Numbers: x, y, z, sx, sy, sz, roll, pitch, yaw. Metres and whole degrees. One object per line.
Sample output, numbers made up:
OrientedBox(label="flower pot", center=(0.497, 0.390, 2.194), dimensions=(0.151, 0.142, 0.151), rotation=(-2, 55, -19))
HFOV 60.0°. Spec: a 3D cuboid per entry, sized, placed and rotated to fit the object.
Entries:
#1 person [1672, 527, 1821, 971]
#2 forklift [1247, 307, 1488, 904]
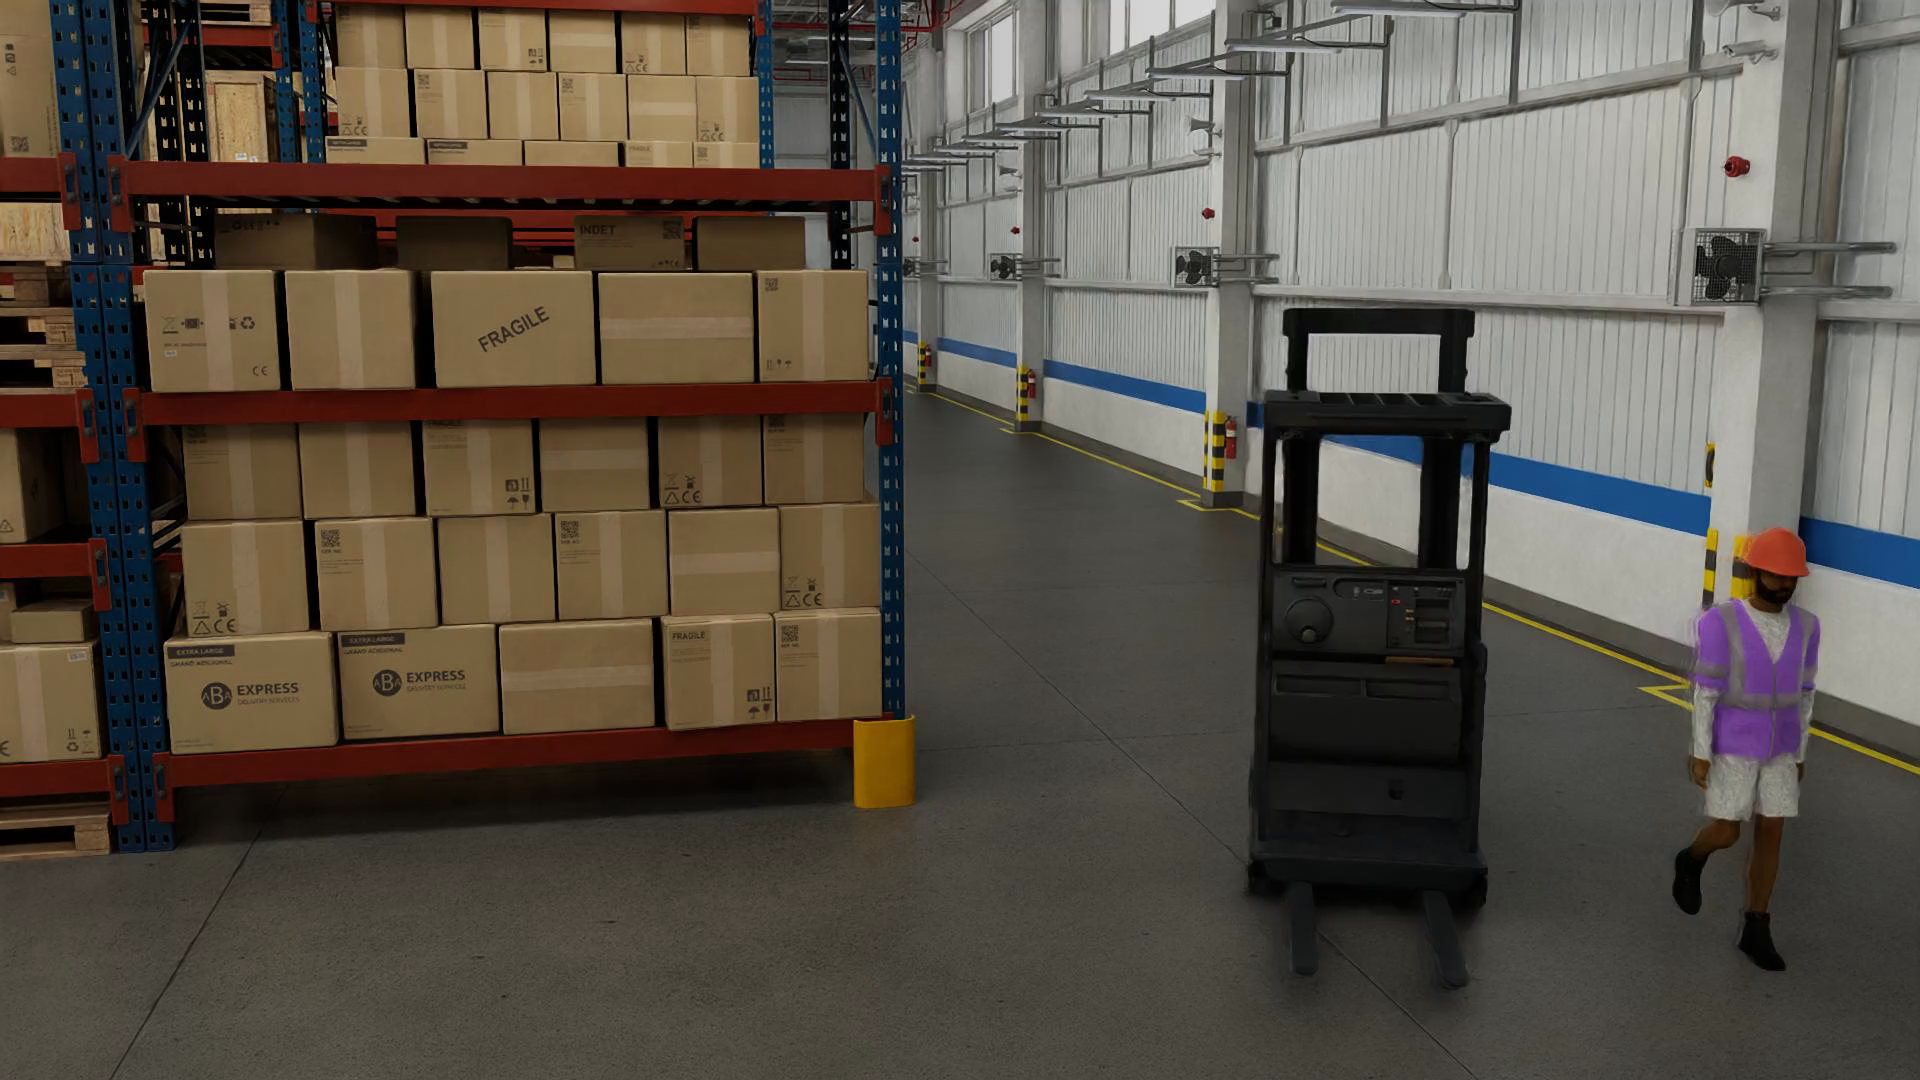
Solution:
OrientedBox(label="person", center=(3.483, 0.879, 7.347), dimensions=(0.558, 1.926, 0.630), rotation=(-1, 9, -3))
OrientedBox(label="forklift", center=(2.102, 0.193, 8.623), dimensions=(1.129, 2.768, 1.873), rotation=(2, 9, 10))
